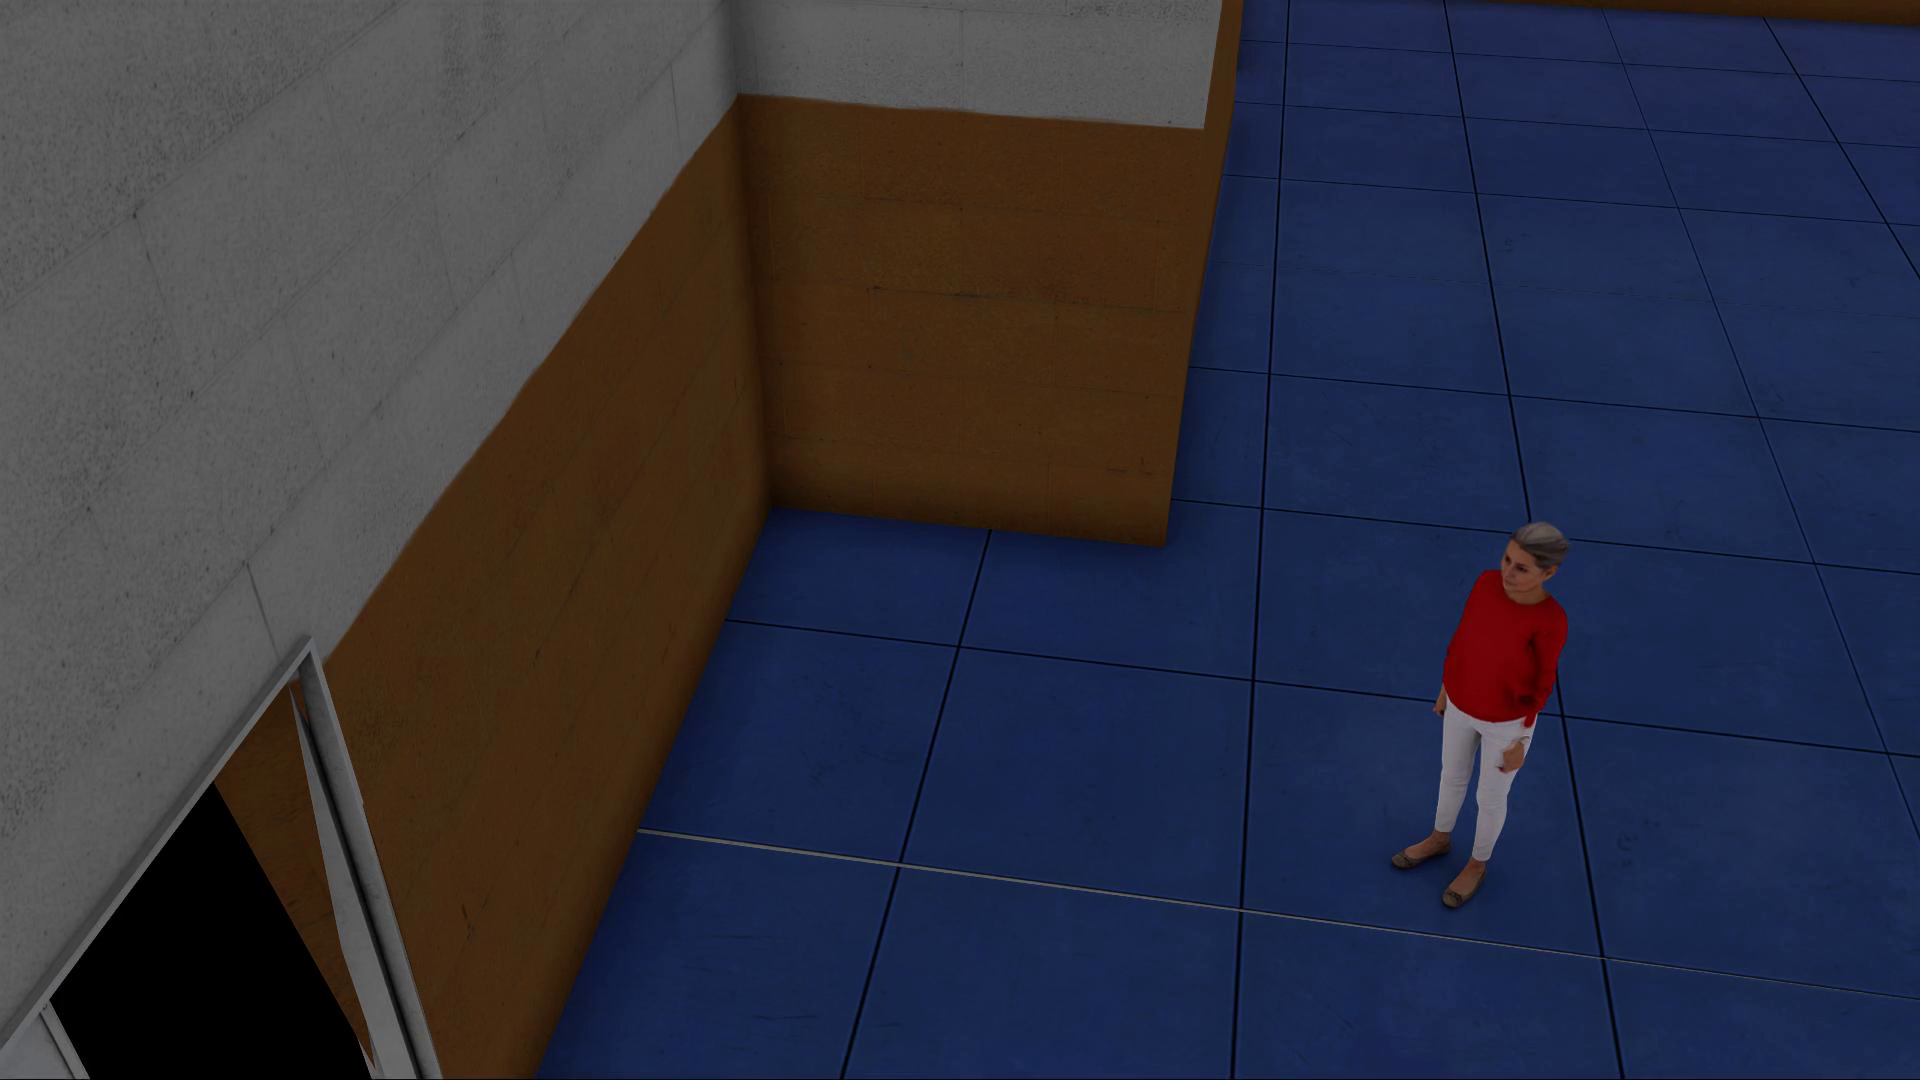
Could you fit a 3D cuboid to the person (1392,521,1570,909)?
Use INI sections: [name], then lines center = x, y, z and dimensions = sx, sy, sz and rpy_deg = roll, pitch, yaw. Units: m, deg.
[person]
center = 1.912, 0.628, 6.002
dimensions = 0.710, 1.695, 0.645
rpy_deg = -25, 43, -29
